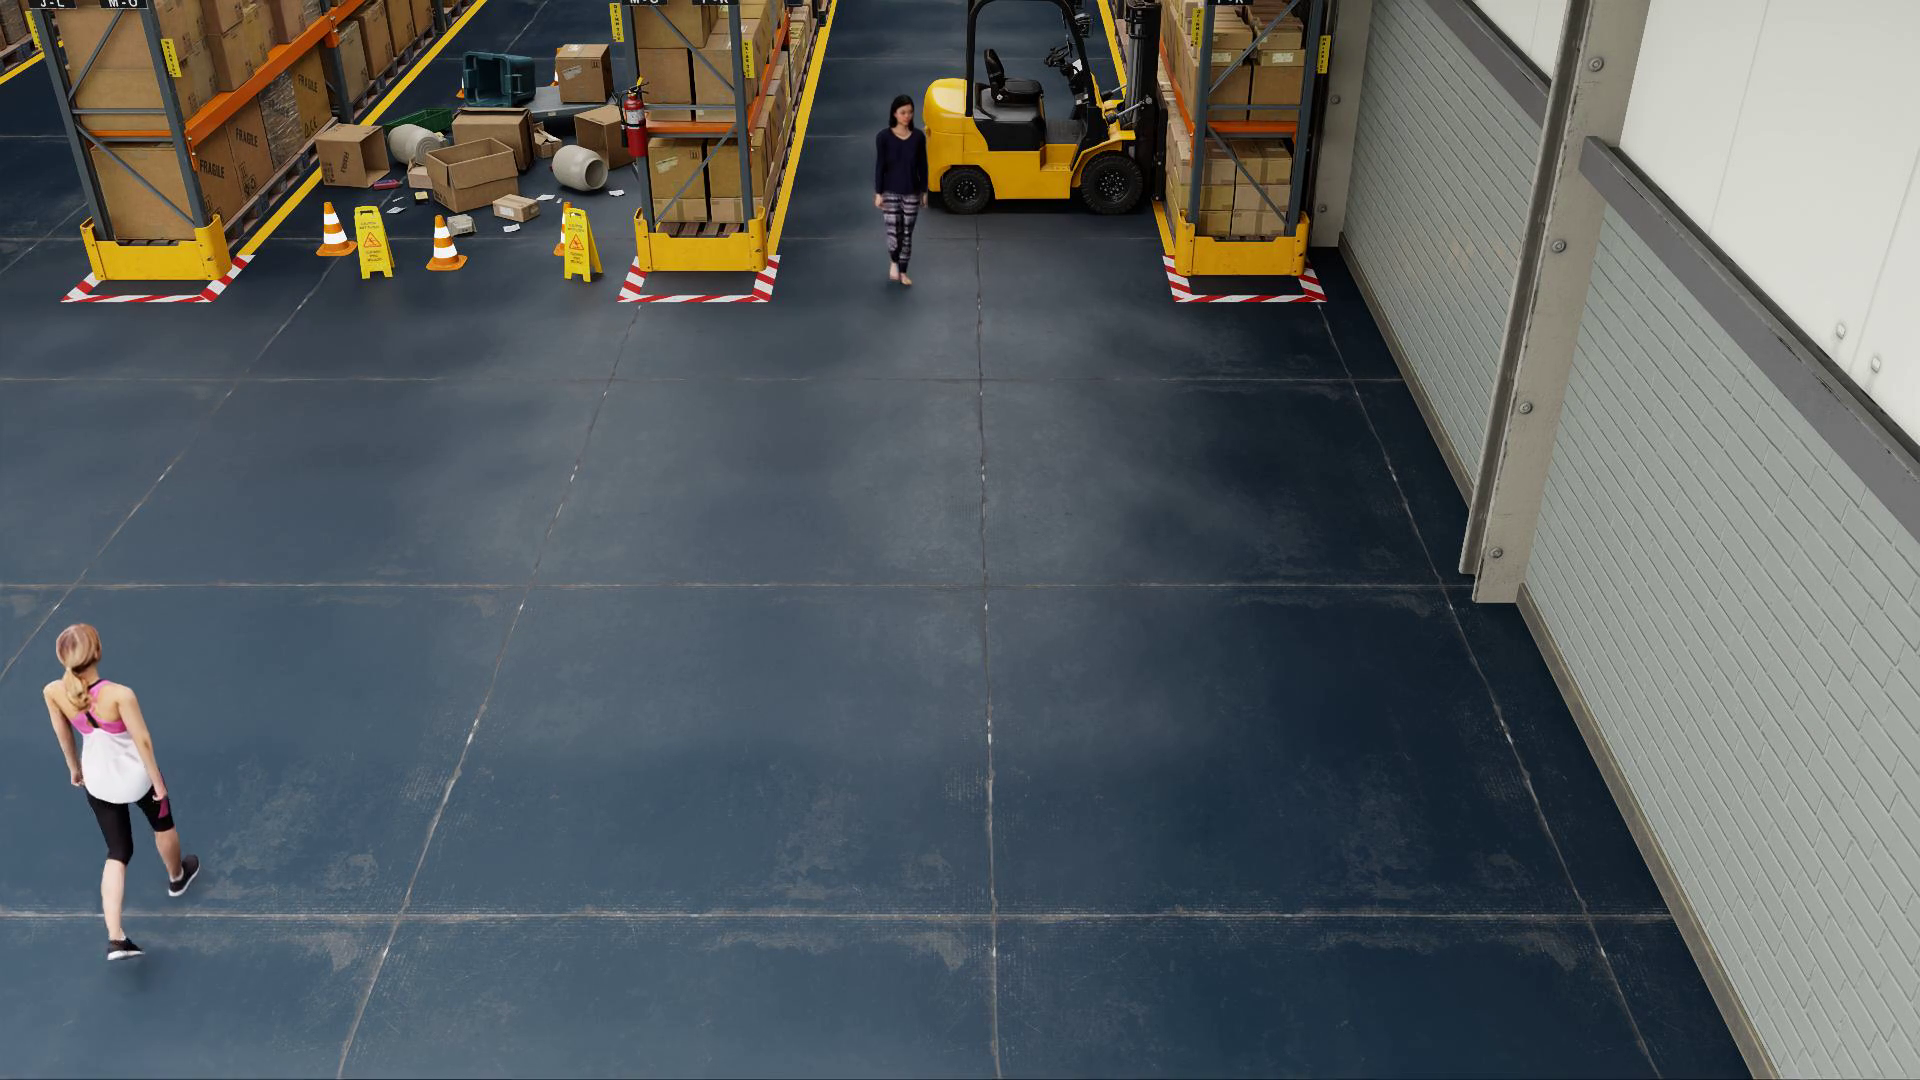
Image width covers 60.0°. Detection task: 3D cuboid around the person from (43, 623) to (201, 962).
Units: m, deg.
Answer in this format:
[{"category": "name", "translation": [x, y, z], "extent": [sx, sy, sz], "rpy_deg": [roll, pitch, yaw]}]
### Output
[{"category": "person", "translation": [-4.002, 1.208, 7.844], "extent": [0.623, 1.756, 1.082], "rpy_deg": [-1, 32, -1]}]

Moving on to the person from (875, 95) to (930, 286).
[{"category": "person", "translation": [-0.546, -3.113, 14.727], "extent": [0.707, 1.722, 0.701], "rpy_deg": [-9, 33, -14]}]
